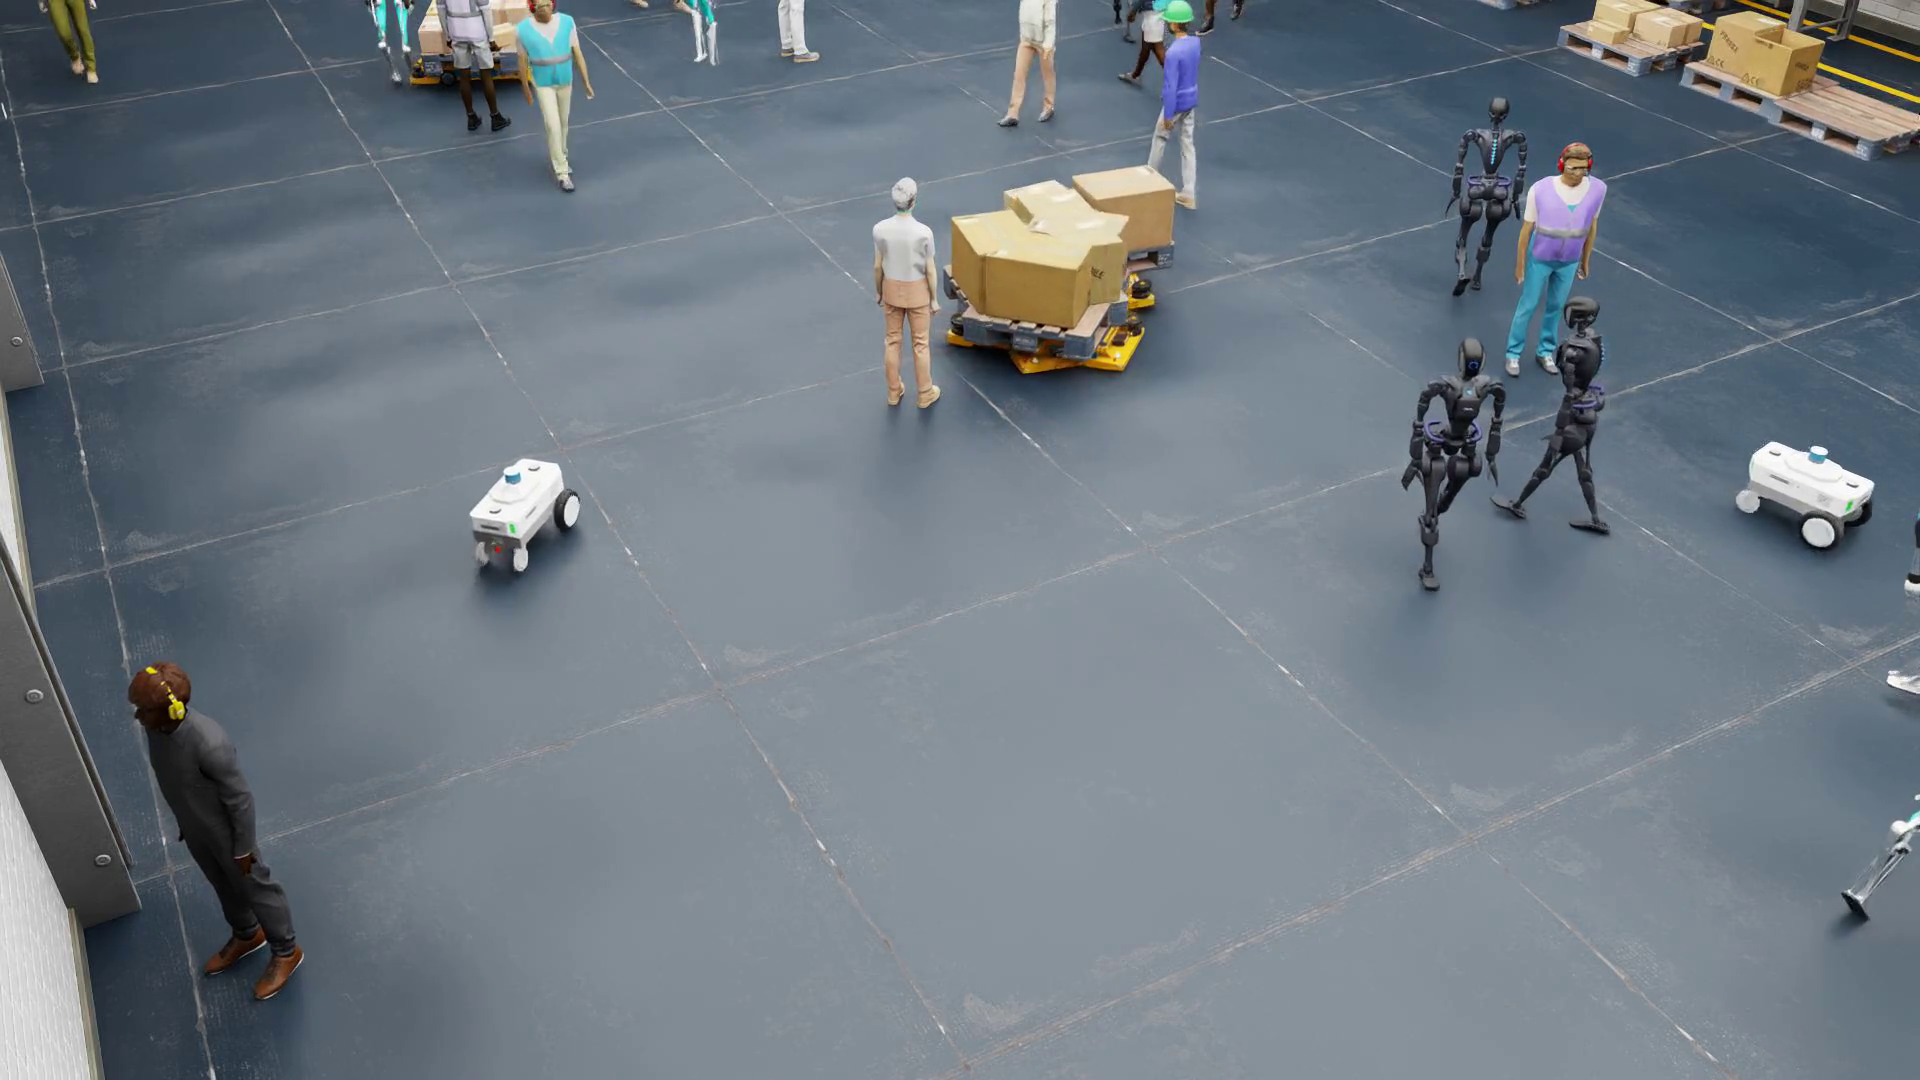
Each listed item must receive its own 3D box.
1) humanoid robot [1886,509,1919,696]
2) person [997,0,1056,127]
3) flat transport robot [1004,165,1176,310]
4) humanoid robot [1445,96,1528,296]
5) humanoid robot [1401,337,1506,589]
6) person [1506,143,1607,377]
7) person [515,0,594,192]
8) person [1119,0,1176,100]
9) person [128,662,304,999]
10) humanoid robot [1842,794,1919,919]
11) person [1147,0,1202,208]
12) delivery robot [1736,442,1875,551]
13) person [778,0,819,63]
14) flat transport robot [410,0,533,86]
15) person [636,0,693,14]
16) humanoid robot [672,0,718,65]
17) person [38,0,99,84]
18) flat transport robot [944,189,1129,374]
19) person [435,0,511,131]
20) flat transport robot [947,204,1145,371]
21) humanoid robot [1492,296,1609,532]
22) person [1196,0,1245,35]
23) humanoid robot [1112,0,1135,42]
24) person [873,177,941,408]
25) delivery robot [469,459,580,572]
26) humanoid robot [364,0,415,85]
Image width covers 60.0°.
[{"bbox_3d":[5.536,0.183,9.156,0.539,1.769,0.778,-26,42,-32],"label":"humanoid robot"},{"bbox_3d":[0.710,-4.901,16.509,0.491,1.639,0.811,25,42,31],"label":"person"},{"bbox_3d":[1.040,-2.302,14.003,0.659,0.231,1.431,-12,37,-16],"label":"flat transport robot"},{"bbox_3d":[4.257,-2.754,13.427,0.596,1.635,0.524,7,36,9],"label":"humanoid robot"},{"bbox_3d":[3.054,-0.549,10.328,0.601,1.635,0.798,-1,35,-1],"label":"humanoid robot"},{"bbox_3d":[4.387,-2.087,12.336,0.564,1.834,0.392,-2,35,-2],"label":"person"},{"bbox_3d":[-3.693,-4.156,15.310,0.580,1.808,0.882,-22,40,-28],"label":"person"},{"bbox_3d":[2.070,-5.544,17.216,0.566,1.892,0.987,-29,44,-35],"label":"person"},{"bbox_3d":[-3.344,1.296,7.468,0.491,1.874,0.357,19,39,25],"label":"person"},{"bbox_3d":[4.707,1.183,7.776,0.996,1.775,0.530,-8,36,-11],"label":"humanoid robot"},{"bbox_3d":[1.918,-3.951,15.002,0.479,1.839,0.801,-25,42,-31],"label":"person"},{"bbox_3d":[5.586,-0.320,10.939,0.499,0.613,0.811,-27,43,-33],"label":"delivery robot"},{"bbox_3d":[-1.827,-6.184,18.139,0.354,1.883,0.572,-22,40,-28],"label":"person"},{"bbox_3d":[-5.212,-5.178,18.109,1.431,0.231,0.659,-3,35,-5],"label":"flat transport robot"},{"bbox_3d":[-3.549,-7.047,19.549,0.716,1.674,0.536,14,37,18],"label":"person"},{"bbox_3d":[-2.883,-6.010,18.082,0.537,1.854,0.718,5,35,8],"label":"humanoid robot"},{"bbox_3d":[-9.435,-5.728,17.542,0.557,1.819,0.441,-16,38,-22],"label":"person"},{"bbox_3d":[0.579,-1.759,13.227,0.659,0.231,1.431,-10,36,-14],"label":"flat transport robot"},{"bbox_3d":[-4.838,-5.003,16.406,0.545,1.938,0.373,5,35,7],"label":"person"},{"bbox_3d":[0.680,-1.656,13.080,1.431,0.231,0.659,11,37,16],"label":"flat transport robot"},{"bbox_3d":[3.932,-0.791,10.659,0.759,1.608,0.608,20,40,26],"label":"humanoid robot"},{"bbox_3d":[3.010,-6.744,18.885,0.612,1.948,0.579,29,44,34],"label":"person"},{"bbox_3d":[1.883,-6.535,18.860,0.610,1.635,0.726,2,35,3],"label":"humanoid robot"},{"bbox_3d":[-0.387,-1.764,11.946,0.482,1.748,0.327,10,36,14],"label":"person"},{"bbox_3d":[-2.843,-0.210,10.778,0.499,0.608,0.786,9,36,13],"label":"delivery robot"},{"bbox_3d":[-5.997,-5.582,17.462,0.544,1.844,0.762,-6,35,-8],"label":"humanoid robot"}]
